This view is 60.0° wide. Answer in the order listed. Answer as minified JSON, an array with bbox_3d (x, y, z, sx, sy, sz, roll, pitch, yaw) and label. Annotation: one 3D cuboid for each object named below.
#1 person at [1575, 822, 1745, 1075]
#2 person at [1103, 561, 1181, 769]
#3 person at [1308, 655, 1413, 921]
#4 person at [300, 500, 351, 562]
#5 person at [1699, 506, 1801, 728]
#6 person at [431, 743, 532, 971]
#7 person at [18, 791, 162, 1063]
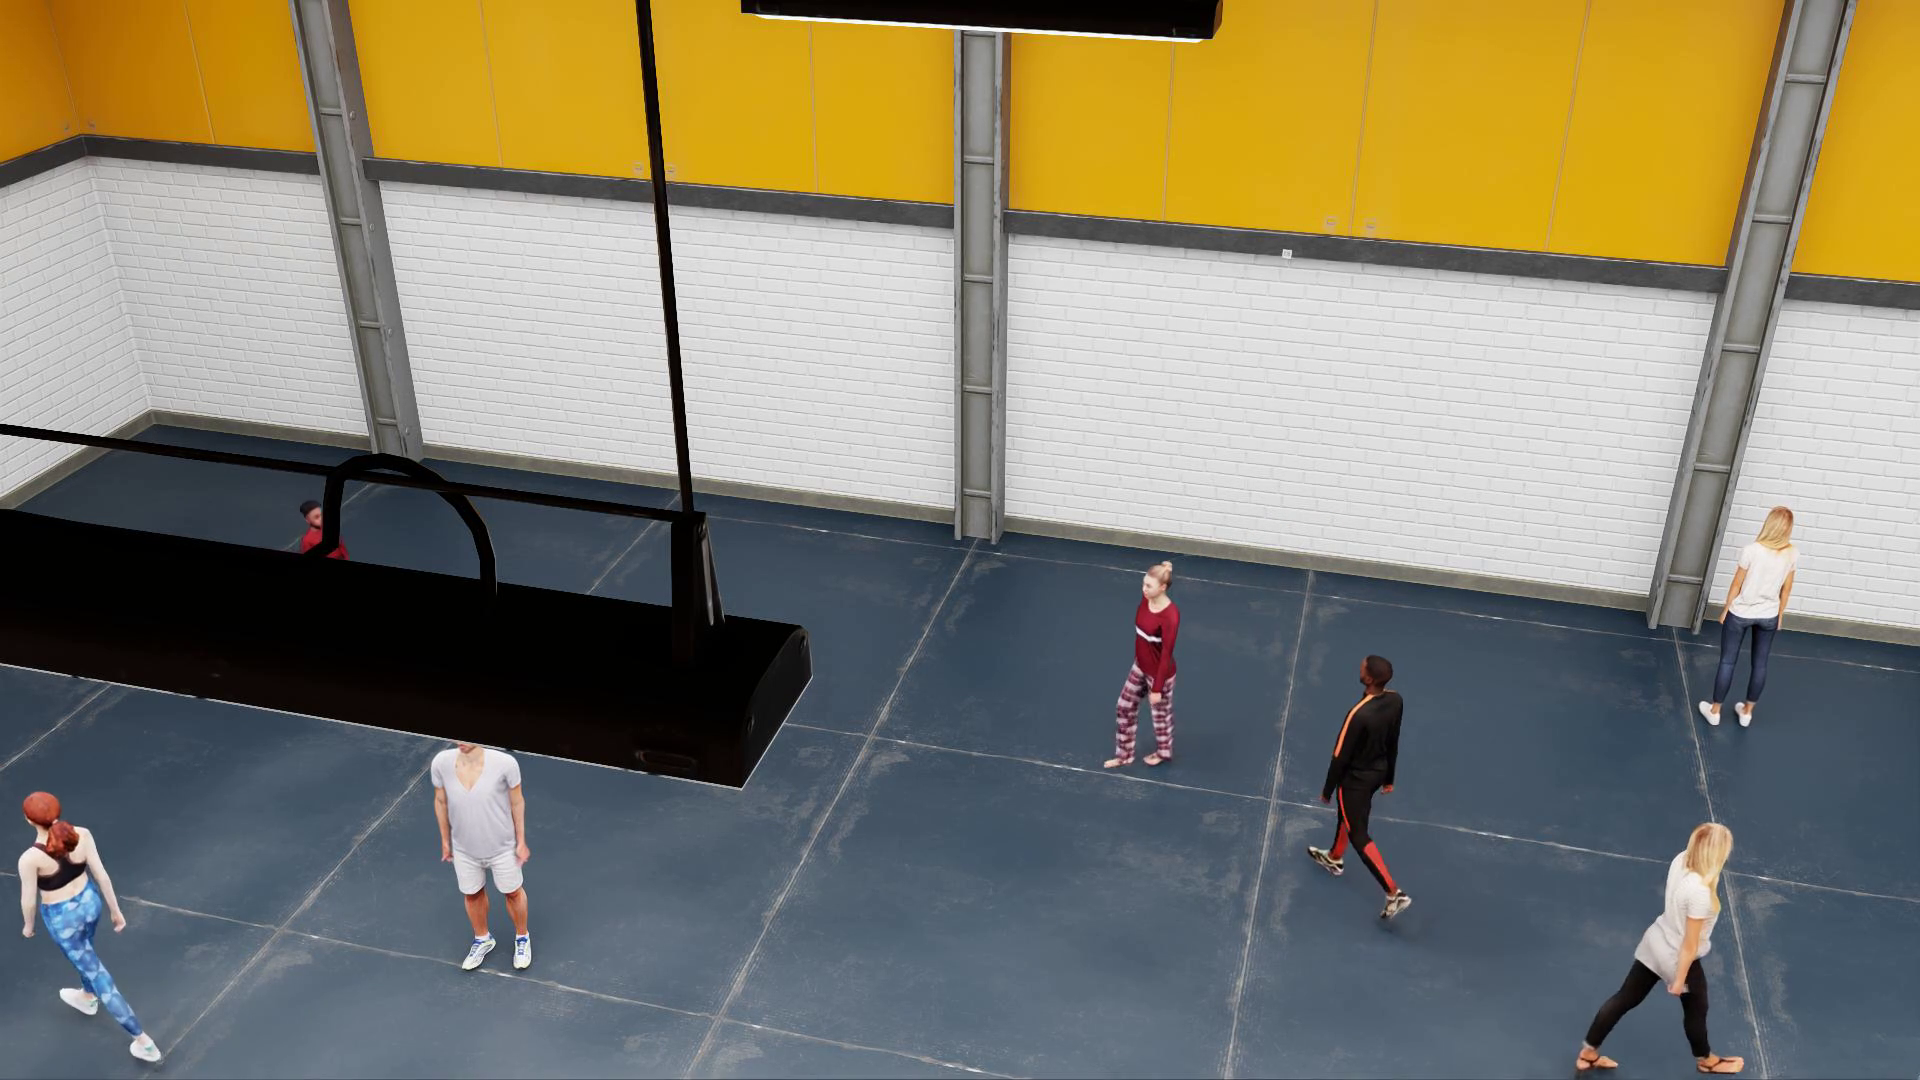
[{"bbox_3d":[3.815,2.297,9.145,1.244,1.774,0.880,-1,29,-3],"label":"person"},{"bbox_3d":[1.443,0.893,11.812,0.952,1.685,0.891,-15,32,-25],"label":"person"},{"bbox_3d":[2.611,1.565,10.488,1.106,1.774,1.230,-19,34,-31],"label":"person"},{"bbox_3d":[-5.194,0.229,13.499,0.804,1.235,0.569,11,31,20],"label":"person"},{"bbox_3d":[5.857,0.570,12.272,0.497,1.811,0.672,1,29,2],"label":"person"},{"bbox_3d":[-2.860,1.778,10.012,0.609,1.856,0.799,0,29,0],"label":"person"},{"bbox_3d":[-4.900,2.211,9.347,1.239,1.741,0.783,15,32,26],"label":"person"}]
